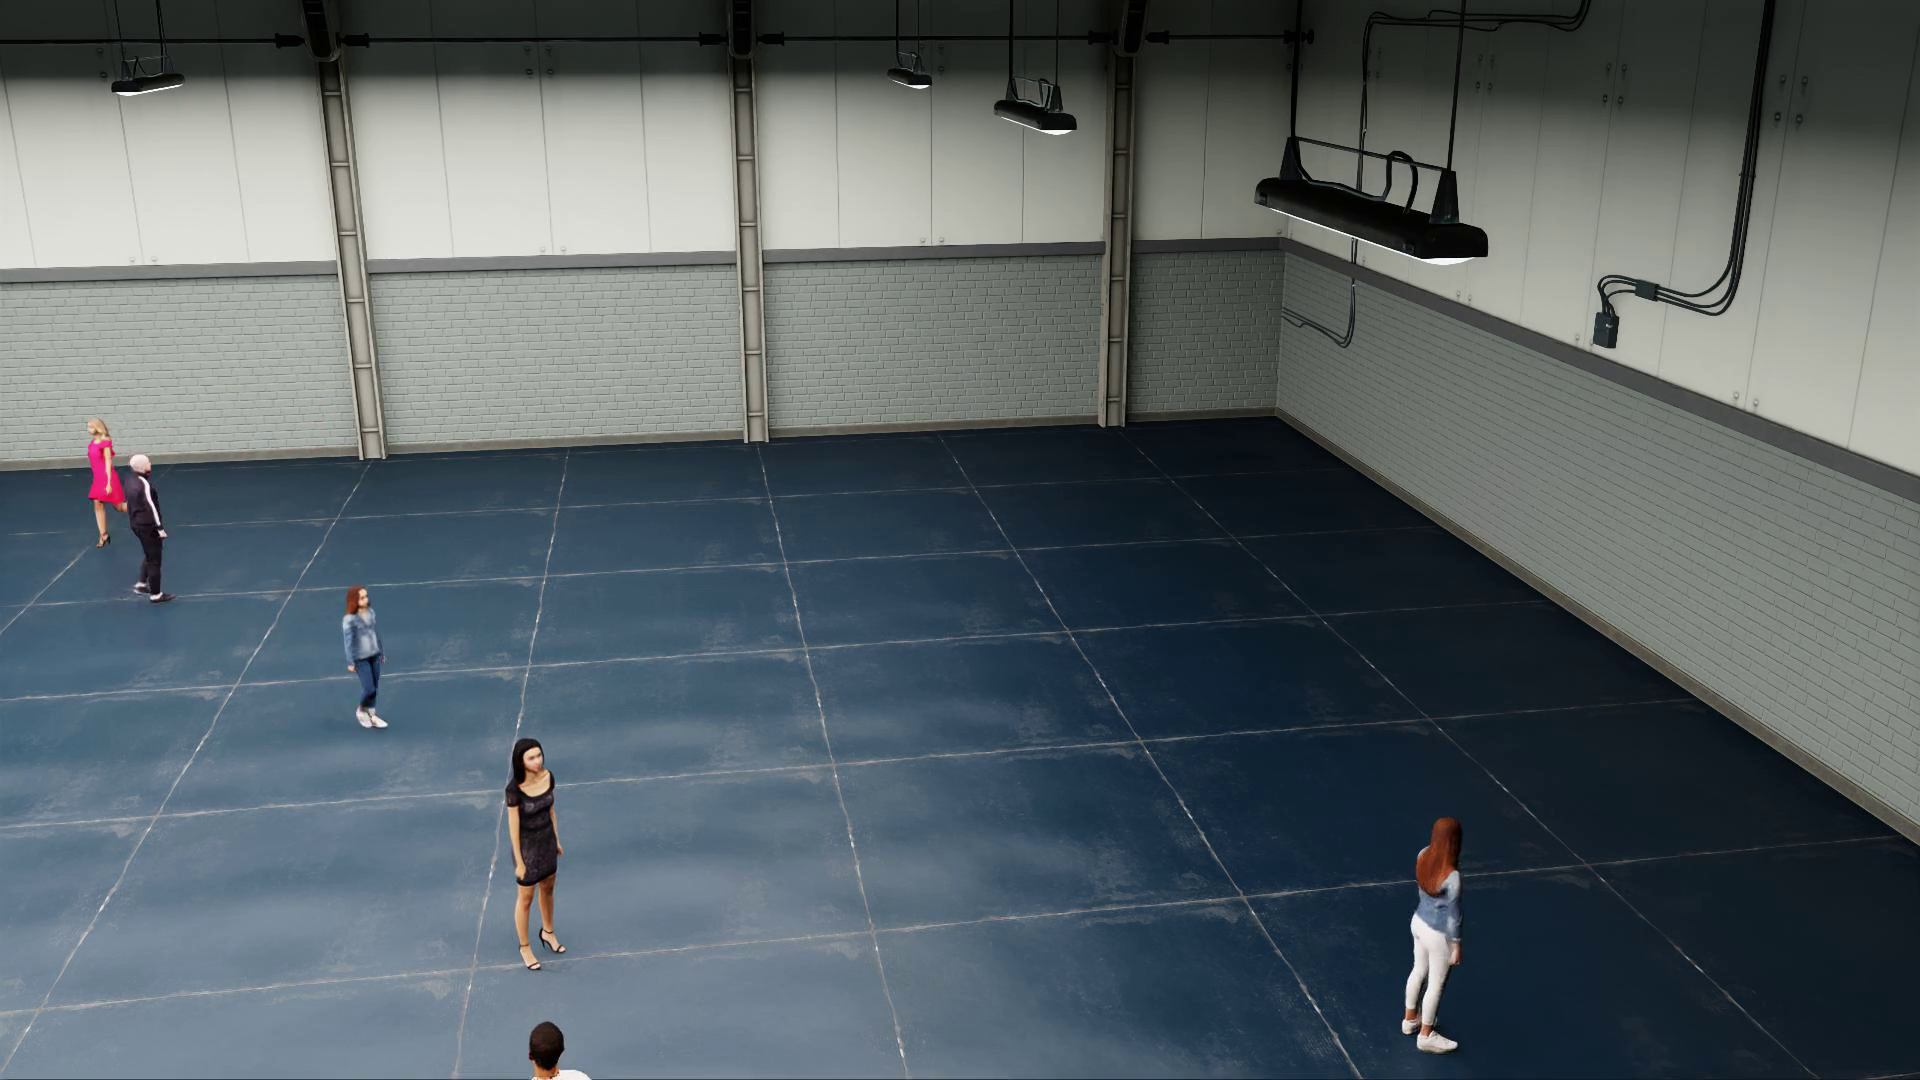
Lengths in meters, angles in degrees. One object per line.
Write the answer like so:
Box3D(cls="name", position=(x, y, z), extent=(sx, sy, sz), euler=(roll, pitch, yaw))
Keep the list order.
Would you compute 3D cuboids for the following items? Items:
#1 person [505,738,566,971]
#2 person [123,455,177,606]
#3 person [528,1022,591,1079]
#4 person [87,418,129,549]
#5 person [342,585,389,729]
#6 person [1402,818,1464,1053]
Box3D(cls="person", position=(-3.137, 2.290, 12.274), extent=(0.706, 1.791, 0.647), euler=(12, 22, 33))
Box3D(cls="person", position=(-9.659, -0.100, 19.557), extent=(0.841, 1.825, 0.882), euler=(15, 23, 38))
Box3D(cls="person", position=(-2.136, 3.412, 8.827), extent=(0.775, 1.792, 0.849), euler=(-12, 22, -33))
Box3D(cls="person", position=(-11.105, -0.770, 21.820), extent=(1.007, 1.697, 1.022), euler=(10, 21, 28))
Box3D(cls="person", position=(-5.885, 1.145, 16.303), extent=(0.705, 1.472, 0.677), euler=(8, 20, 22))
Box3D(cls="person", position=(3.204, 2.656, 11.293), extent=(0.546, 1.701, 0.644), euler=(-3, 18, -9))
